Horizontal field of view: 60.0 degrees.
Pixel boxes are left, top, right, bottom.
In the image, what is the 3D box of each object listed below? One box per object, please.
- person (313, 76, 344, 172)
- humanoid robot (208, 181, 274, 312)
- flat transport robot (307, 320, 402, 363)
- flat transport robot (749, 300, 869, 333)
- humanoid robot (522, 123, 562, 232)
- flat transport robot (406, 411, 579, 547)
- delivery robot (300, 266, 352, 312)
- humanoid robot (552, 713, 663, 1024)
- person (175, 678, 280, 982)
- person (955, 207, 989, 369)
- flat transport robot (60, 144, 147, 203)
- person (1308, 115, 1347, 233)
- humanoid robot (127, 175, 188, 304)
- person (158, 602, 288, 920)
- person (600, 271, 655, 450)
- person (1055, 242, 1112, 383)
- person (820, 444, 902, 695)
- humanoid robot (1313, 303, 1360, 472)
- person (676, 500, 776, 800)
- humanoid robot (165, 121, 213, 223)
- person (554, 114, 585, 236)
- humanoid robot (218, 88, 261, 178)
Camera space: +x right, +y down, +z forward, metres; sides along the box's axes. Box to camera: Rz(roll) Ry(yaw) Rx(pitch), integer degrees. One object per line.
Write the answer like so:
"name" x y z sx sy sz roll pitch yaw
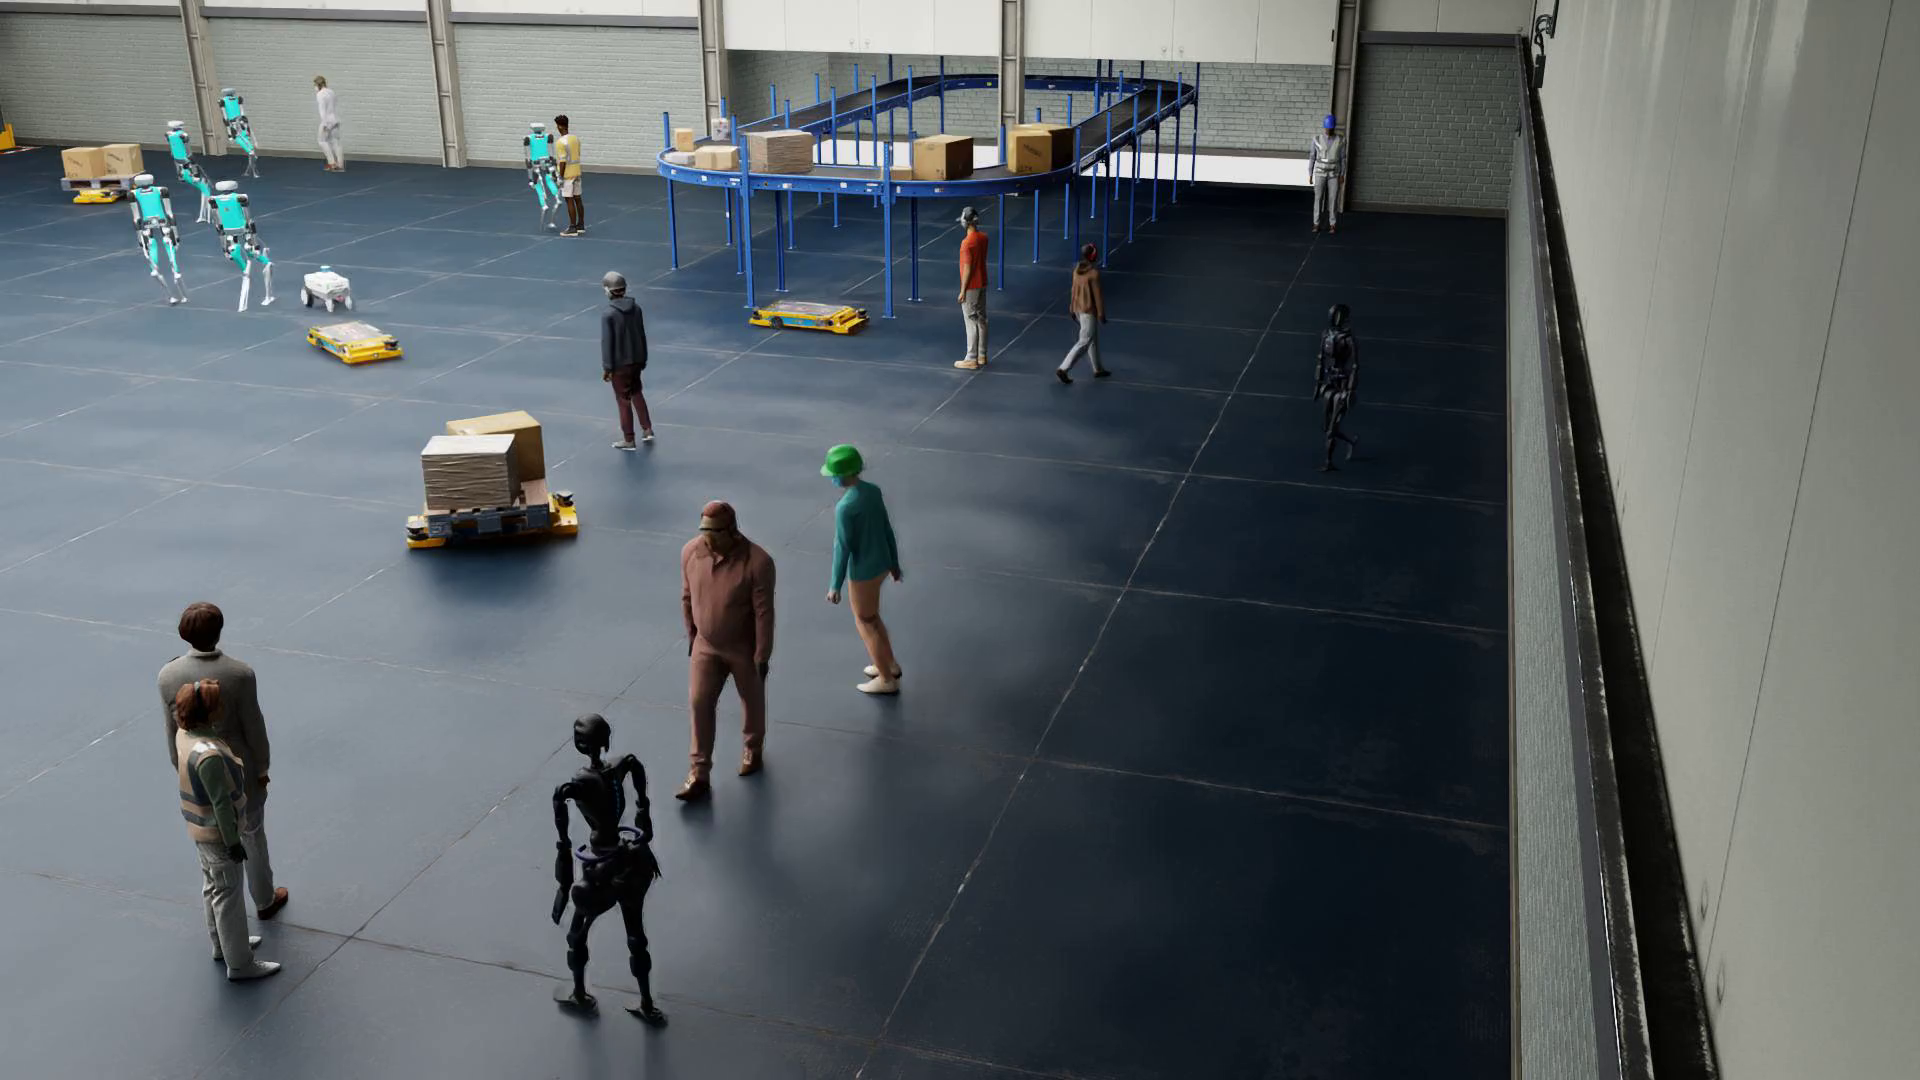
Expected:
"person" -12.853 -8.458 33.849 0.552 1.899 0.656 4 21 9
"humanoid robot" -9.685 -4.011 22.576 0.572 1.783 0.889 2 21 5
"flat transport robot" -7.488 -2.448 20.526 0.659 0.231 1.431 -17 27 -36
"flat transport robot" -1.971 -2.917 21.743 1.431 0.231 0.659 8 23 20
"humanoid robot" -6.882 -5.984 27.742 0.539 1.861 0.675 -16 26 -35
"flat transport robot" -4.117 -0.180 14.644 1.431 0.231 0.659 -6 22 -15
"delivery robot" -8.630 -3.439 22.689 0.791 0.587 0.499 20 28 41
"humanoid robot" -1.756 1.586 8.127 0.653 1.634 0.610 17 27 37
"person" -3.769 1.467 8.463 0.308 1.638 0.521 -15 26 -34
"person" 0.119 -2.972 19.615 0.413 1.907 0.475 12 24 28
"flat transport robot" -15.946 -6.509 31.060 0.659 0.231 1.431 -3 21 -7
"person" 6.099 -6.084 27.655 0.617 1.932 0.415 2 21 6
"humanoid robot" -10.914 -4.033 22.607 0.572 1.768 0.781 -8 23 -21
"person" -3.950 1.200 8.915 0.513 1.824 0.370 -2 21 -5
"person" -3.379 -1.803 16.729 0.411 1.803 0.575 14 25 33
"person" 1.426 -2.598 19.031 0.805 1.619 0.470 -12 24 -27
"person" -0.664 0.214 11.445 0.529 1.835 0.542 9 23 21
"humanoid robot" 3.718 -1.485 16.102 0.594 1.638 0.608 -11 23 -25
"person" -1.462 0.678 10.184 0.667 1.869 0.887 7 22 16
"humanoid robot" -13.065 -6.256 28.454 0.545 1.847 0.702 12 24 29
"person" -6.451 -6.012 27.425 0.371 1.958 0.600 7 22 18
"humanoid robot" -14.222 -8.078 33.137 0.875 1.776 0.531 12 24 27
